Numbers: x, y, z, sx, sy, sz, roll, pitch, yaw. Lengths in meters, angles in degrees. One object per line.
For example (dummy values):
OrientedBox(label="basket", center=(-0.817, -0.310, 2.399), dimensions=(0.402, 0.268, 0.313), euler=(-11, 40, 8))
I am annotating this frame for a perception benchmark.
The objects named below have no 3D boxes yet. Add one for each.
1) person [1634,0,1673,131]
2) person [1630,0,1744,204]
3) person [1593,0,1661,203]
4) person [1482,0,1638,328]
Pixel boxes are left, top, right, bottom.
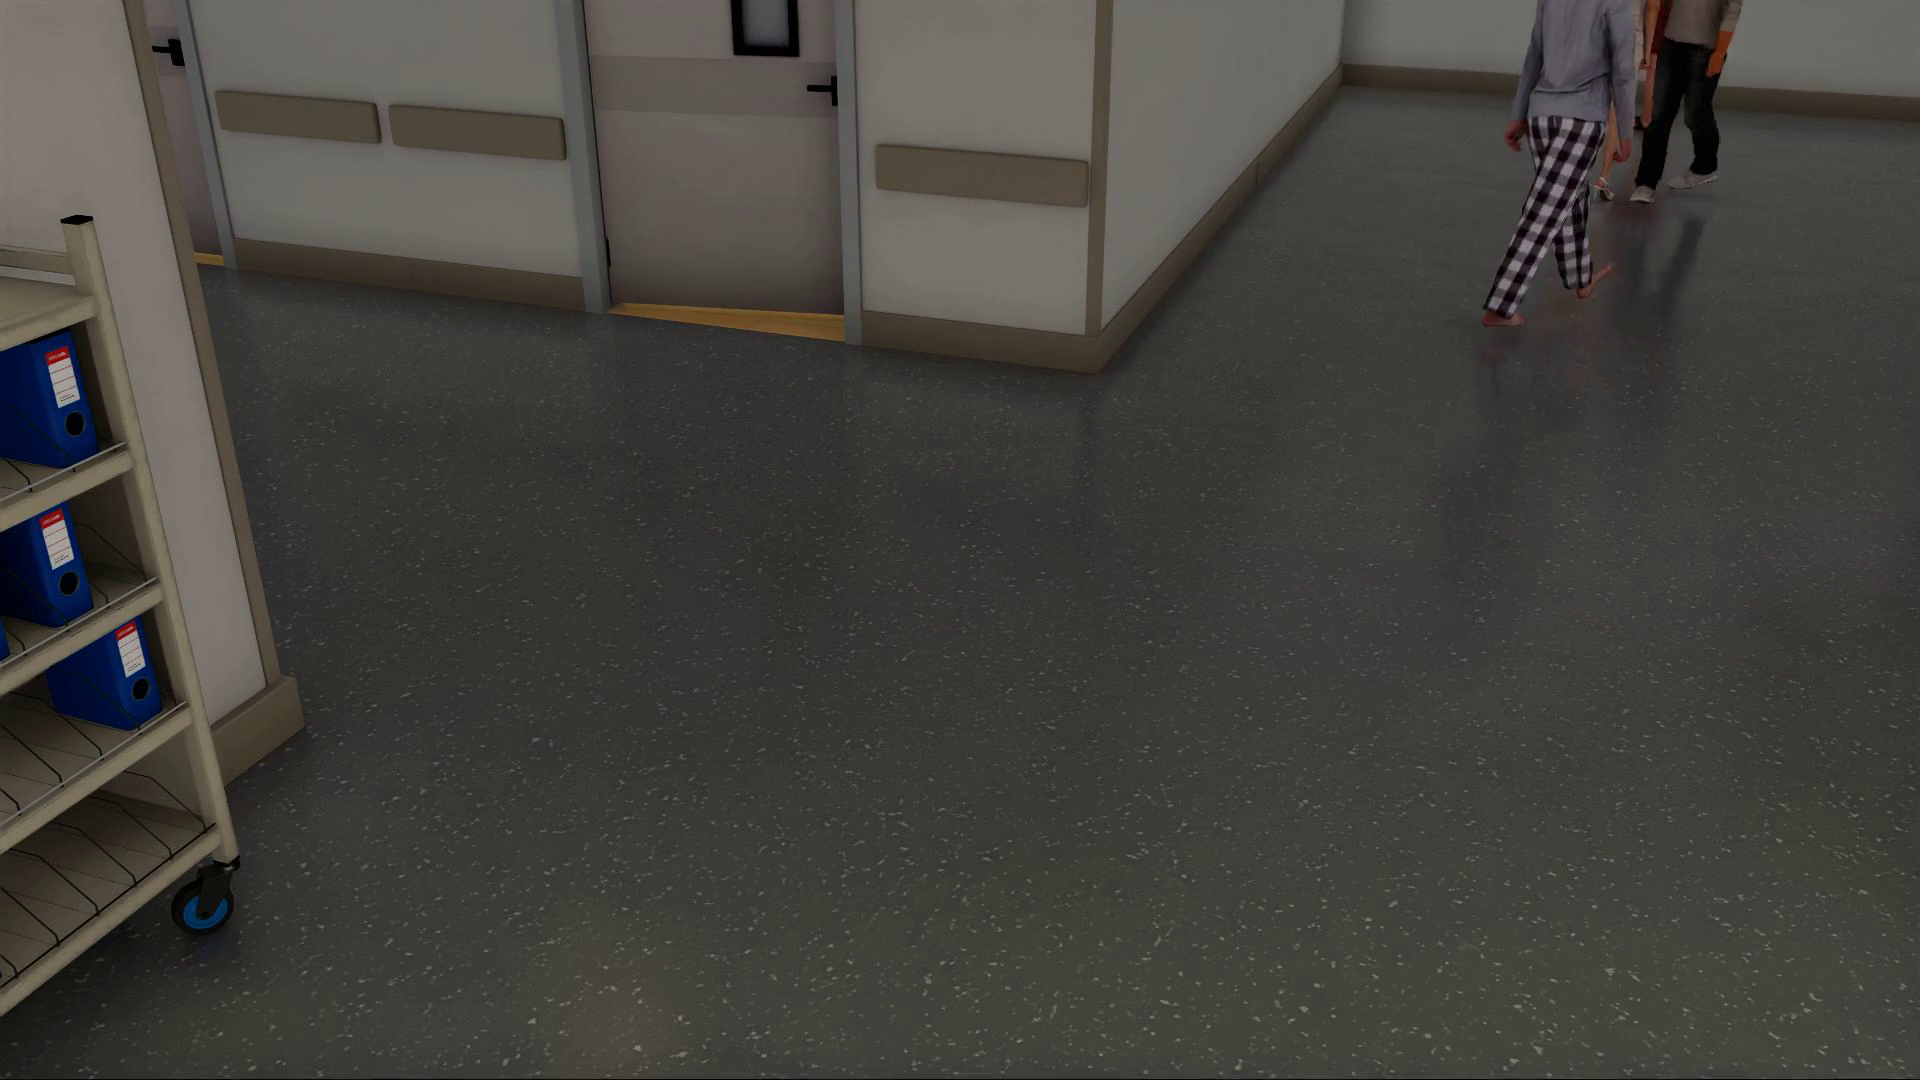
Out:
OrientedBox(label="person", center=(4.807, -3.585, 11.273), dimensions=(0.680, 1.553, 0.740), euler=(-15, 29, -28))
OrientedBox(label="person", center=(4.163, -2.763, 9.347), dimensions=(1.271, 1.746, 1.086), euler=(-16, 30, -30))
OrientedBox(label="person", center=(3.695, -2.797, 9.429), dimensions=(0.606, 1.736, 0.575), euler=(14, 29, 27))
OrientedBox(label="person", center=(2.588, -1.778, 7.239), dimensions=(1.243, 1.803, 1.108), euler=(-15, 30, -28))
